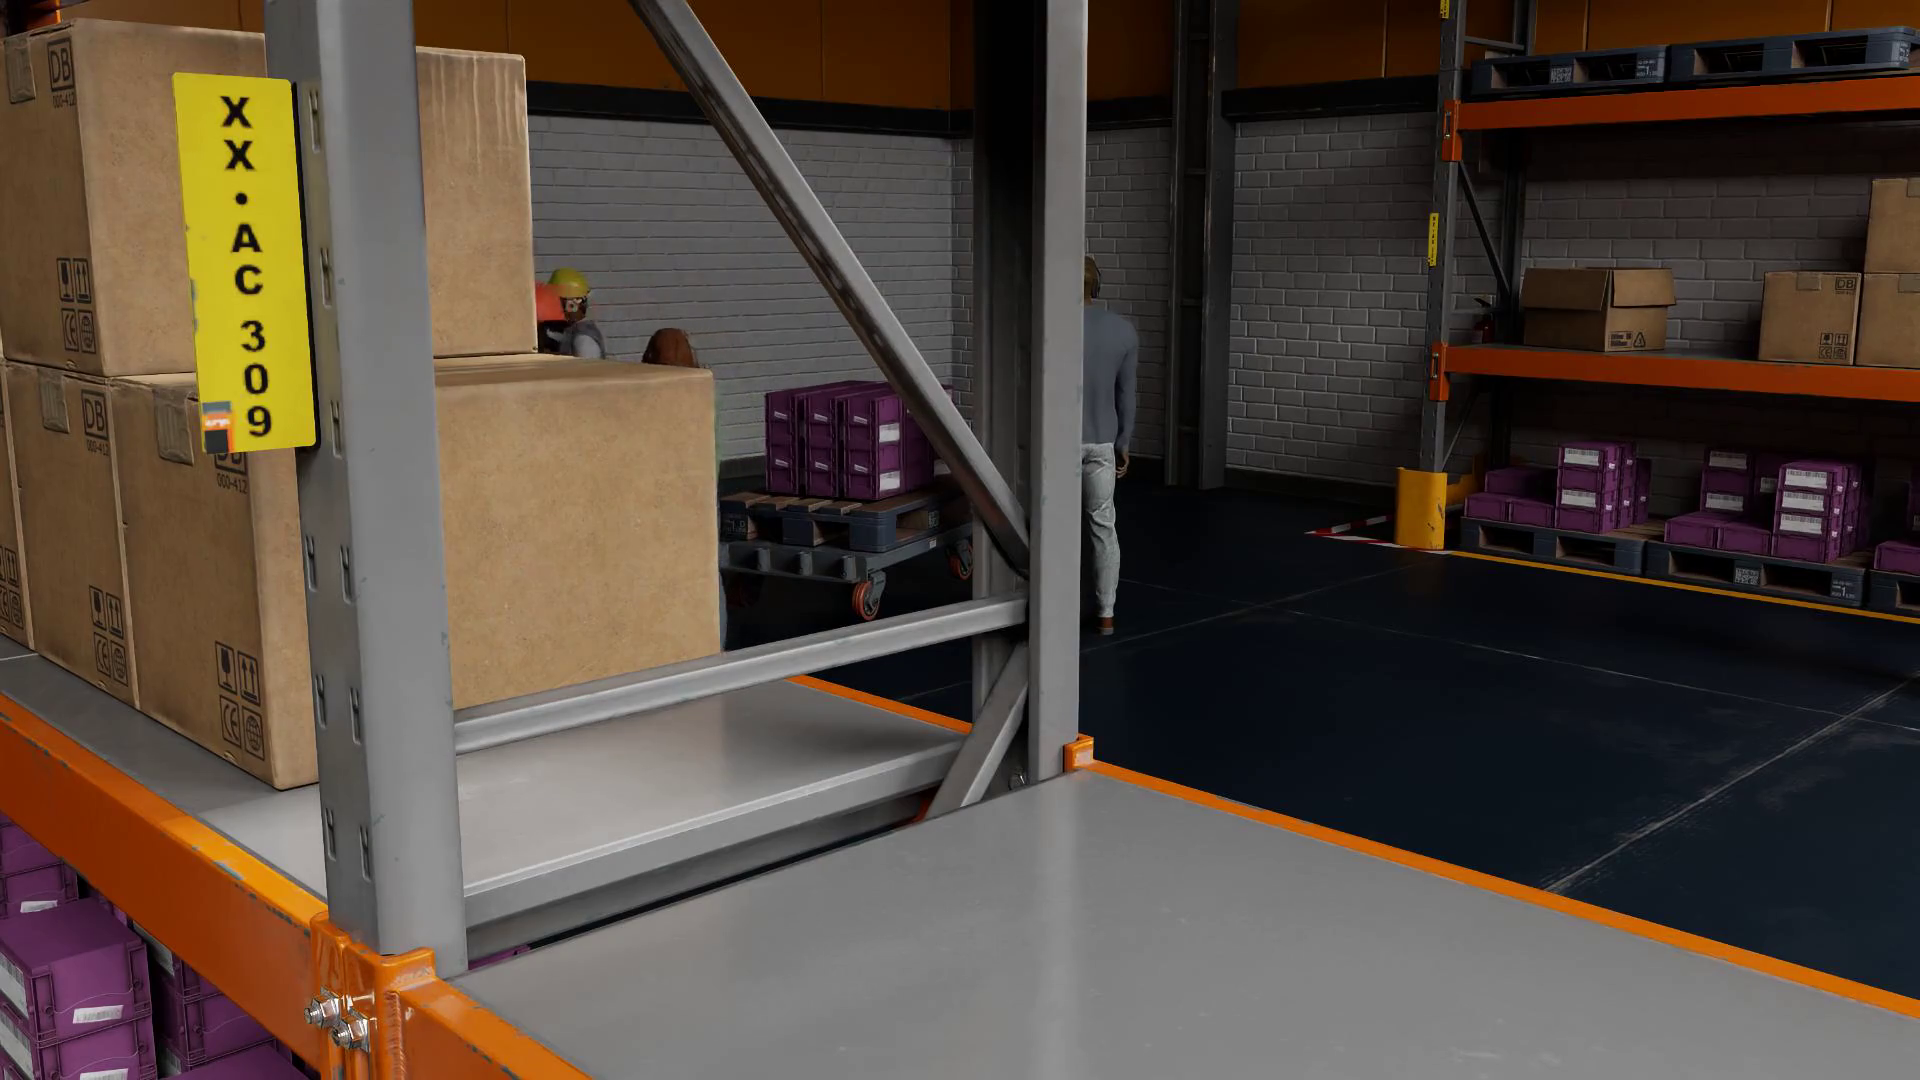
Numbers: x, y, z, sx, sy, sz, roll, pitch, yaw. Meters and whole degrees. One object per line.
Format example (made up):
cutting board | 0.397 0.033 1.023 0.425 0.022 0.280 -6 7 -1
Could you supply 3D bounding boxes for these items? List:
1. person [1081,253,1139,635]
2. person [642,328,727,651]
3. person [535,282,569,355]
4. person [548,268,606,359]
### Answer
person | 0.582 -0.465 8.359 0.632 1.940 0.372 -4 11 -19
person | -1.368 -0.197 7.851 0.513 1.583 0.845 -9 13 -39
person | -1.233 0.053 5.715 0.820 1.887 0.551 -1 10 -4
person | -2.274 -0.678 9.809 0.403 1.834 0.592 -4 11 -21
